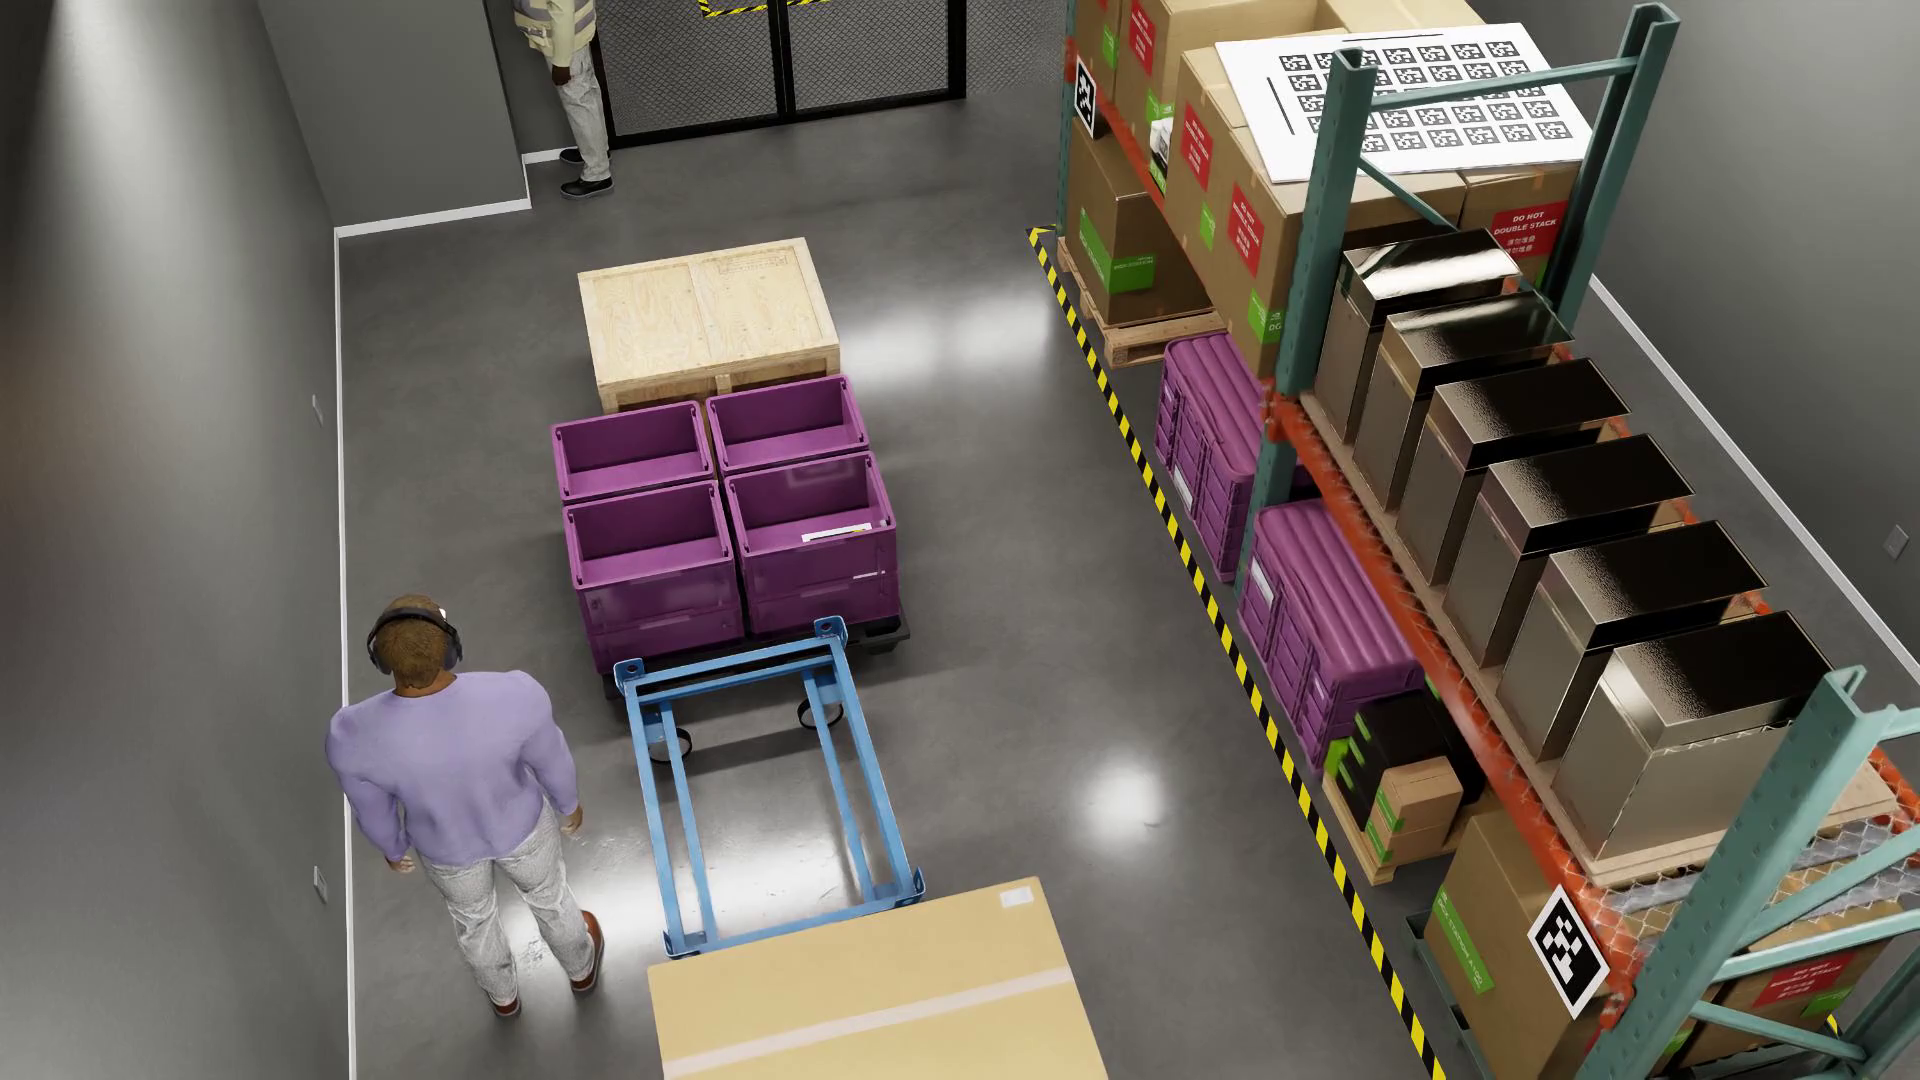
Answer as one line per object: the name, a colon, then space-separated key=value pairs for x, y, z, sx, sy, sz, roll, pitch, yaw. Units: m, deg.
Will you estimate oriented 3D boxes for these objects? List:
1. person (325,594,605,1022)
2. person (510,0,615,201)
person: x=-1.470 y=0.864 z=5.093 sx=0.635 sy=1.937 sz=0.354 roll=-13 pitch=49 yaw=-12
person: x=-2.008 y=-2.561 z=8.309 sx=0.404 sy=1.830 sz=0.599 roll=-6 pitch=48 yaw=-5
